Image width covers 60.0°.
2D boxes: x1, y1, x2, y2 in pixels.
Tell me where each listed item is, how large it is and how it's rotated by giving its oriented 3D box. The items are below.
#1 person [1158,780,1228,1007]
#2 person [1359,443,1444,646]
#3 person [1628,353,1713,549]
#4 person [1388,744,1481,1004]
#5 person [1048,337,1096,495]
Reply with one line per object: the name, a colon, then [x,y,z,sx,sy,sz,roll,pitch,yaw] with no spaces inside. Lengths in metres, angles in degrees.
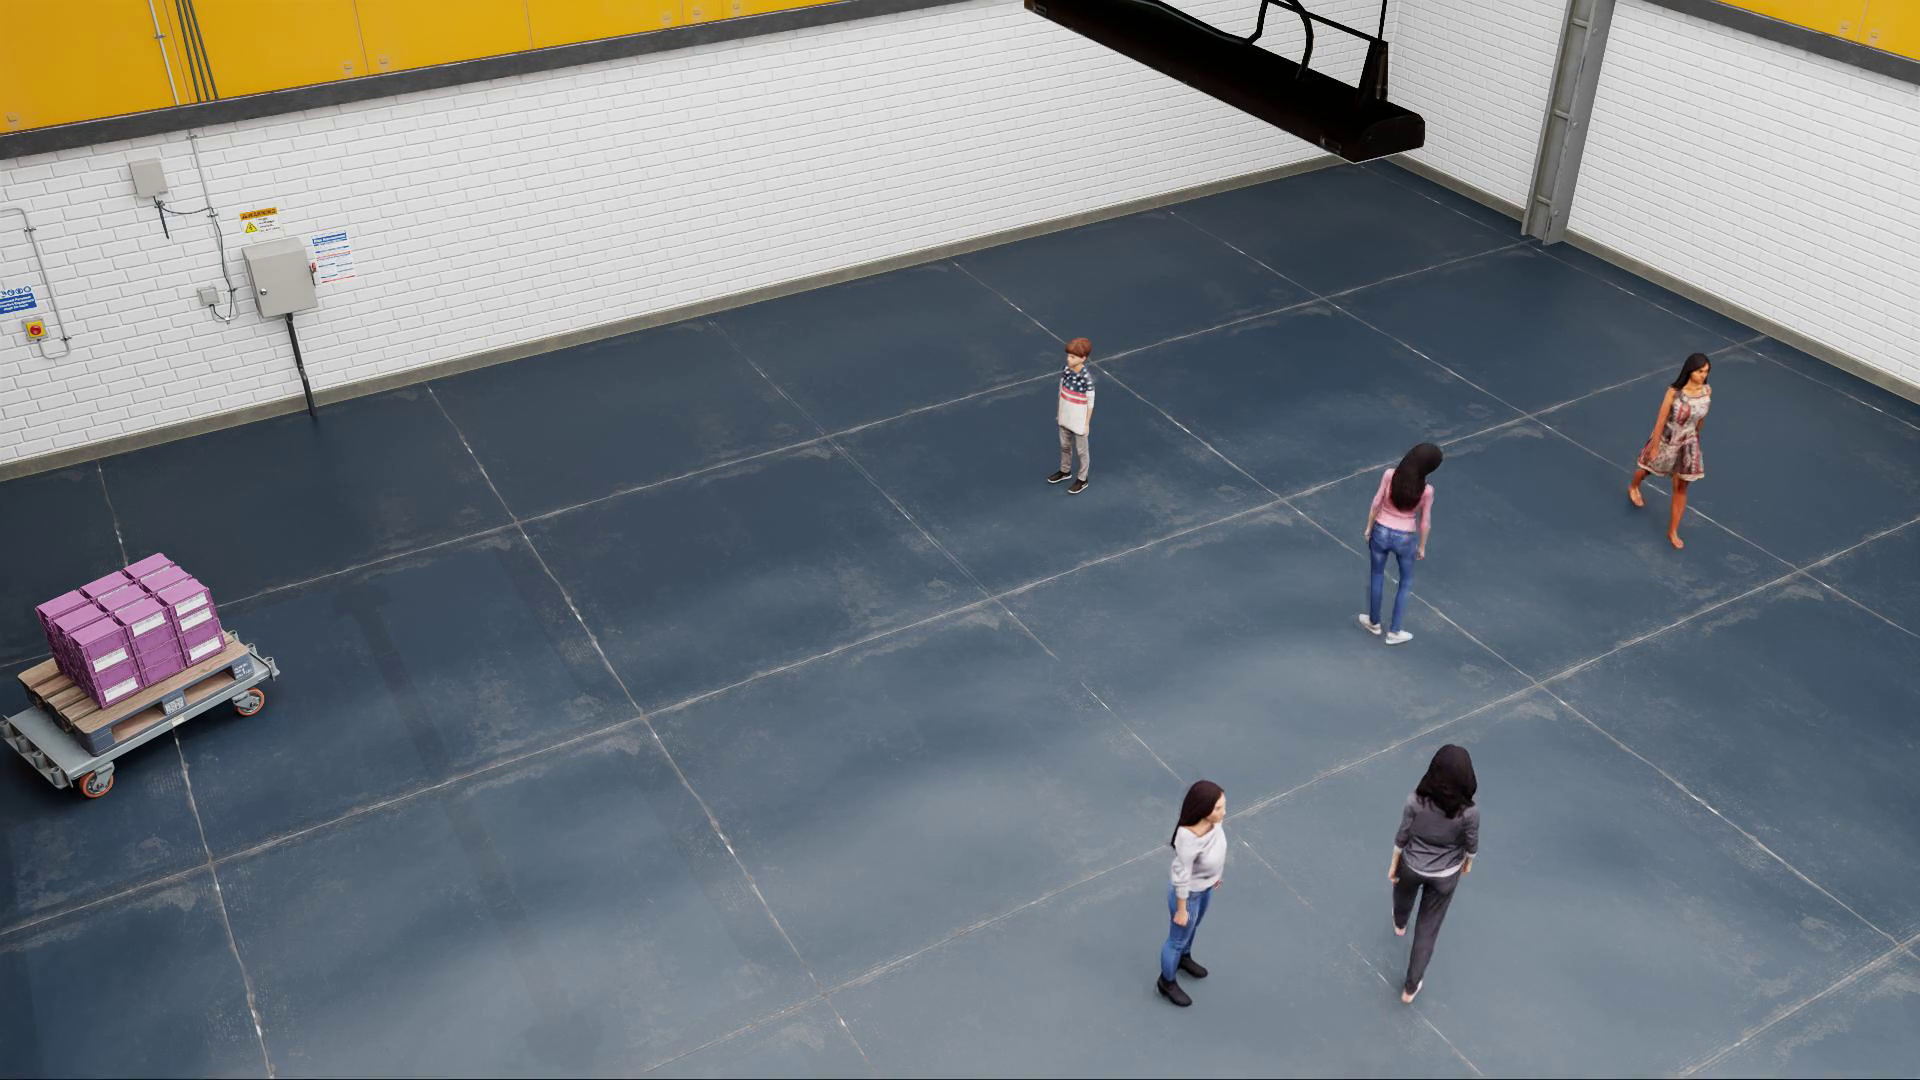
person: [1.324,2.008,9.603,0.673,1.630,0.677,18,38,25]
person: [3.252,-0.018,12.571,0.719,1.720,0.805,4,34,6]
person: [5.930,-0.845,13.922,0.949,1.600,1.230,-3,34,-5]
person: [2.686,1.970,9.567,1.017,1.735,1.037,11,35,16]
person: [0.998,-1.103,14.457,0.621,1.439,0.495,-28,43,-35]
